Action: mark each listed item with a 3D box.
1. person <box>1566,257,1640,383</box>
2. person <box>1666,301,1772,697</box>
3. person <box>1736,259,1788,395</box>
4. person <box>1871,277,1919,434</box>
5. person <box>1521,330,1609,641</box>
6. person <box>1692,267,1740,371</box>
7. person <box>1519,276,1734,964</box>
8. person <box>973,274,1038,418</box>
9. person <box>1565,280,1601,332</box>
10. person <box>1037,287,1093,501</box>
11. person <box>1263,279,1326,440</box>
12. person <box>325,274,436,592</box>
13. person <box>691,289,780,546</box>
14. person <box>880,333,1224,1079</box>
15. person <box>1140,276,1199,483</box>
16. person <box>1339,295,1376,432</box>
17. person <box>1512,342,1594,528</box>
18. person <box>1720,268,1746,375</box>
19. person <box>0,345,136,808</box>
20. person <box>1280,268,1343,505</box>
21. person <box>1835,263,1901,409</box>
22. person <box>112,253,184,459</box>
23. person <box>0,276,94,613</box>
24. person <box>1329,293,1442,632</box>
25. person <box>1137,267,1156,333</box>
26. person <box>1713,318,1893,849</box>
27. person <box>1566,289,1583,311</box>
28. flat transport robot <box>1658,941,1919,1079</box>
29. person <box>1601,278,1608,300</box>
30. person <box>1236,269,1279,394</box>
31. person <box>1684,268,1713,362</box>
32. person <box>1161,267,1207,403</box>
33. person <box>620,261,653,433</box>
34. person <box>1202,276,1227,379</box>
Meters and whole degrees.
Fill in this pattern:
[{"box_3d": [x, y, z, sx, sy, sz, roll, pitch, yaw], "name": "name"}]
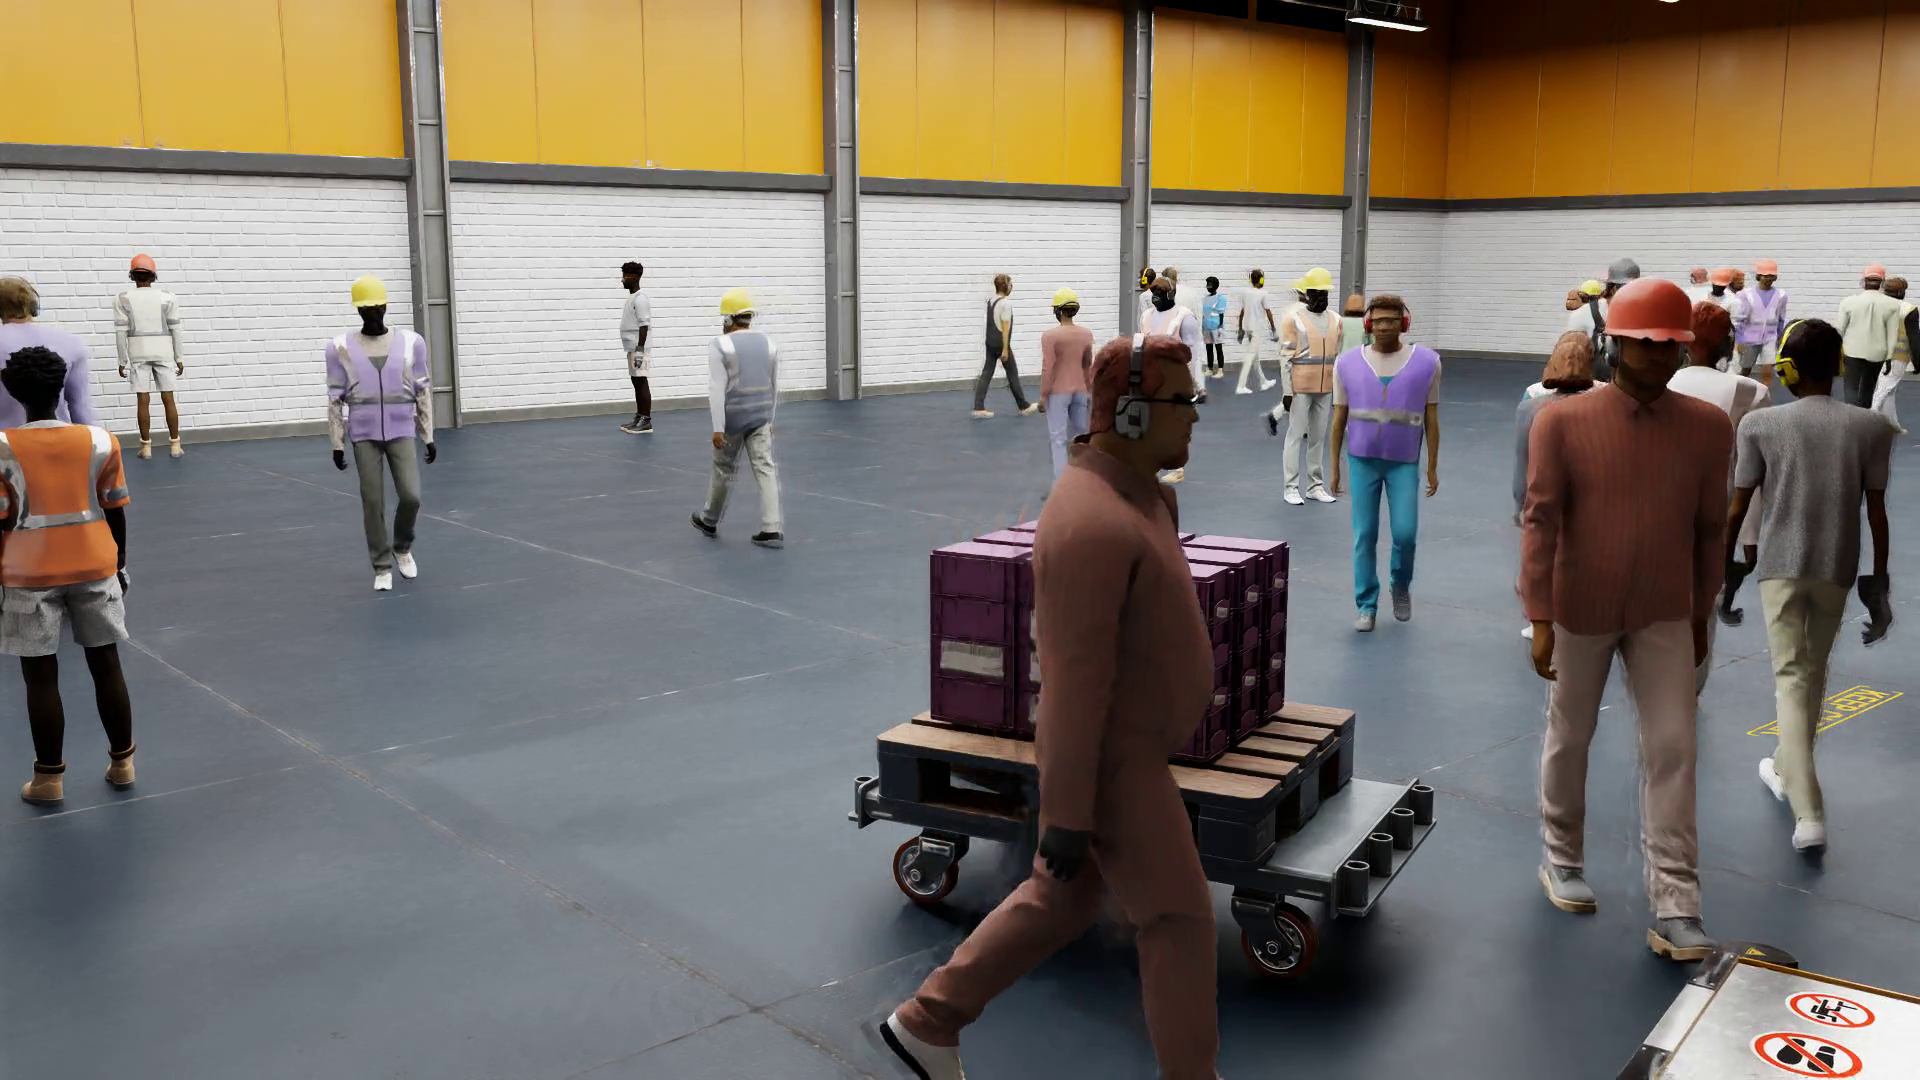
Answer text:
[{"box_3d": [4.847, -1.071, 12.213, 0.711, 2.000, 0.885, 1, 10, 6], "name": "person"}, {"box_3d": [3.064, -0.084, 7.043, 0.596, 1.824, 1.003, 4, 10, 22], "name": "person"}, {"box_3d": [10.040, -2.536, 20.953, 0.616, 1.996, 1.075, 2, 10, 10], "name": "person"}, {"box_3d": [10.376, -2.037, 18.606, 0.955, 1.809, 0.628, -4, 11, -24], "name": "person"}, {"box_3d": [3.164, -0.266, 8.670, 0.525, 1.639, 0.307, 1, 10, 7], "name": "person"}, {"box_3d": [9.258, -2.418, 20.523, 0.624, 1.893, 0.655, 6, 11, 31], "name": "person"}, {"box_3d": [1.954, 0.231, 4.828, 0.628, 1.954, 0.955, 1, 10, 5], "name": "person"}, {"box_3d": [0.541, -2.420, 20.826, 0.953, 1.791, 0.532, -6, 11, -32], "name": "person"}, {"box_3d": [6.703, -1.893, 17.823, 0.316, 1.769, 0.523, -5, 11, -26], "name": "person"}, {"box_3d": [0.864, -1.196, 13.748, 0.534, 1.767, 0.319, -7, 12, -34], "name": "person"}, {"box_3d": [3.685, -1.971, 18.179, 0.690, 1.808, 0.598, -2, 10, -11], "name": "person"}, {"box_3d": [-3.499, -0.642, 10.072, 0.614, 1.911, 0.419, -4, 10, -22], "name": "person"}, {"box_3d": [-1.565, -0.860, 11.712, 0.617, 1.781, 0.947, -8, 13, -40], "name": "person"}, {"box_3d": [0.270, 0.469, 3.706, 0.939, 1.869, 0.649, 1, 10, 5], "name": "person"}, {"box_3d": [1.815, -1.428, 14.884, 0.429, 1.841, 0.634, -9, 13, -43], "name": "person"}, {"box_3d": [4.450, -1.973, 18.806, 0.524, 1.579, 0.869, 2, 10, 14], "name": "person"}, {"box_3d": [3.045, -0.197, 8.380, 0.511, 1.601, 0.801, 2, 10, 14], "name": "person"}, {"box_3d": [10.144, -2.658, 22.033, 0.501, 1.858, 0.600, 4, 11, 23], "name": "person"}, {"box_3d": [-3.339, 0.133, 6.153, 0.319, 1.698, 0.539, 9, 13, 43], "name": "person"}, {"box_3d": [2.886, -1.253, 13.603, 0.585, 1.928, 0.368, -5, 11, -25], "name": "person"}, {"box_3d": [9.764, -2.006, 17.947, 0.614, 1.962, 0.926, 4, 10, 22], "name": "person"}, {"box_3d": [-8.106, -1.830, 16.645, 0.605, 2.045, 0.376, -5, 11, -28], "name": "person"}, {"box_3d": [-5.131, -0.479, 9.136, 0.643, 1.911, 0.759, -8, 12, -38], "name": "person"}, {"box_3d": [2.277, -0.410, 8.956, 0.574, 1.827, 0.440, 3, 10, 17], "name": "person"}, {"box_3d": [2.482, -2.681, 22.166, 0.325, 1.861, 0.524, 6, 11, 30], "name": "person"}, {"box_3d": [2.962, 0.135, 5.852, 0.540, 1.815, 1.011, 2, 10, 14], "name": "person"}, {"box_3d": [7.194, -2.112, 19.492, 0.285, 1.633, 0.497, 6, 11, 30], "name": "person"}, {"box_3d": [1.870, 1.267, 3.697, 0.652, 0.197, 1.431, 7, 12, 36], "name": "flat transport robot"}, {"box_3d": [7.291, -2.059, 18.447, 0.927, 1.879, 0.602, 3, 10, 15], "name": "person"}, {"box_3d": [4.429, -3.078, 24.619, 0.976, 1.819, 0.539, -7, 12, -34], "name": "person"}, {"box_3d": [9.965, -2.730, 22.462, 0.666, 1.851, 1.000, 4, 10, 20], "name": "person"}, {"box_3d": [3.052, -2.830, 23.000, 0.714, 1.886, 1.019, -9, 13, -43], "name": "person"}, {"box_3d": [-3.716, -2.207, 19.082, 0.367, 1.966, 0.607, -4, 10, -22], "name": "person"}, {"box_3d": [4.182, -3.510, 27.516, 0.319, 1.692, 0.529, -7, 12, -34], "name": "person"}]
